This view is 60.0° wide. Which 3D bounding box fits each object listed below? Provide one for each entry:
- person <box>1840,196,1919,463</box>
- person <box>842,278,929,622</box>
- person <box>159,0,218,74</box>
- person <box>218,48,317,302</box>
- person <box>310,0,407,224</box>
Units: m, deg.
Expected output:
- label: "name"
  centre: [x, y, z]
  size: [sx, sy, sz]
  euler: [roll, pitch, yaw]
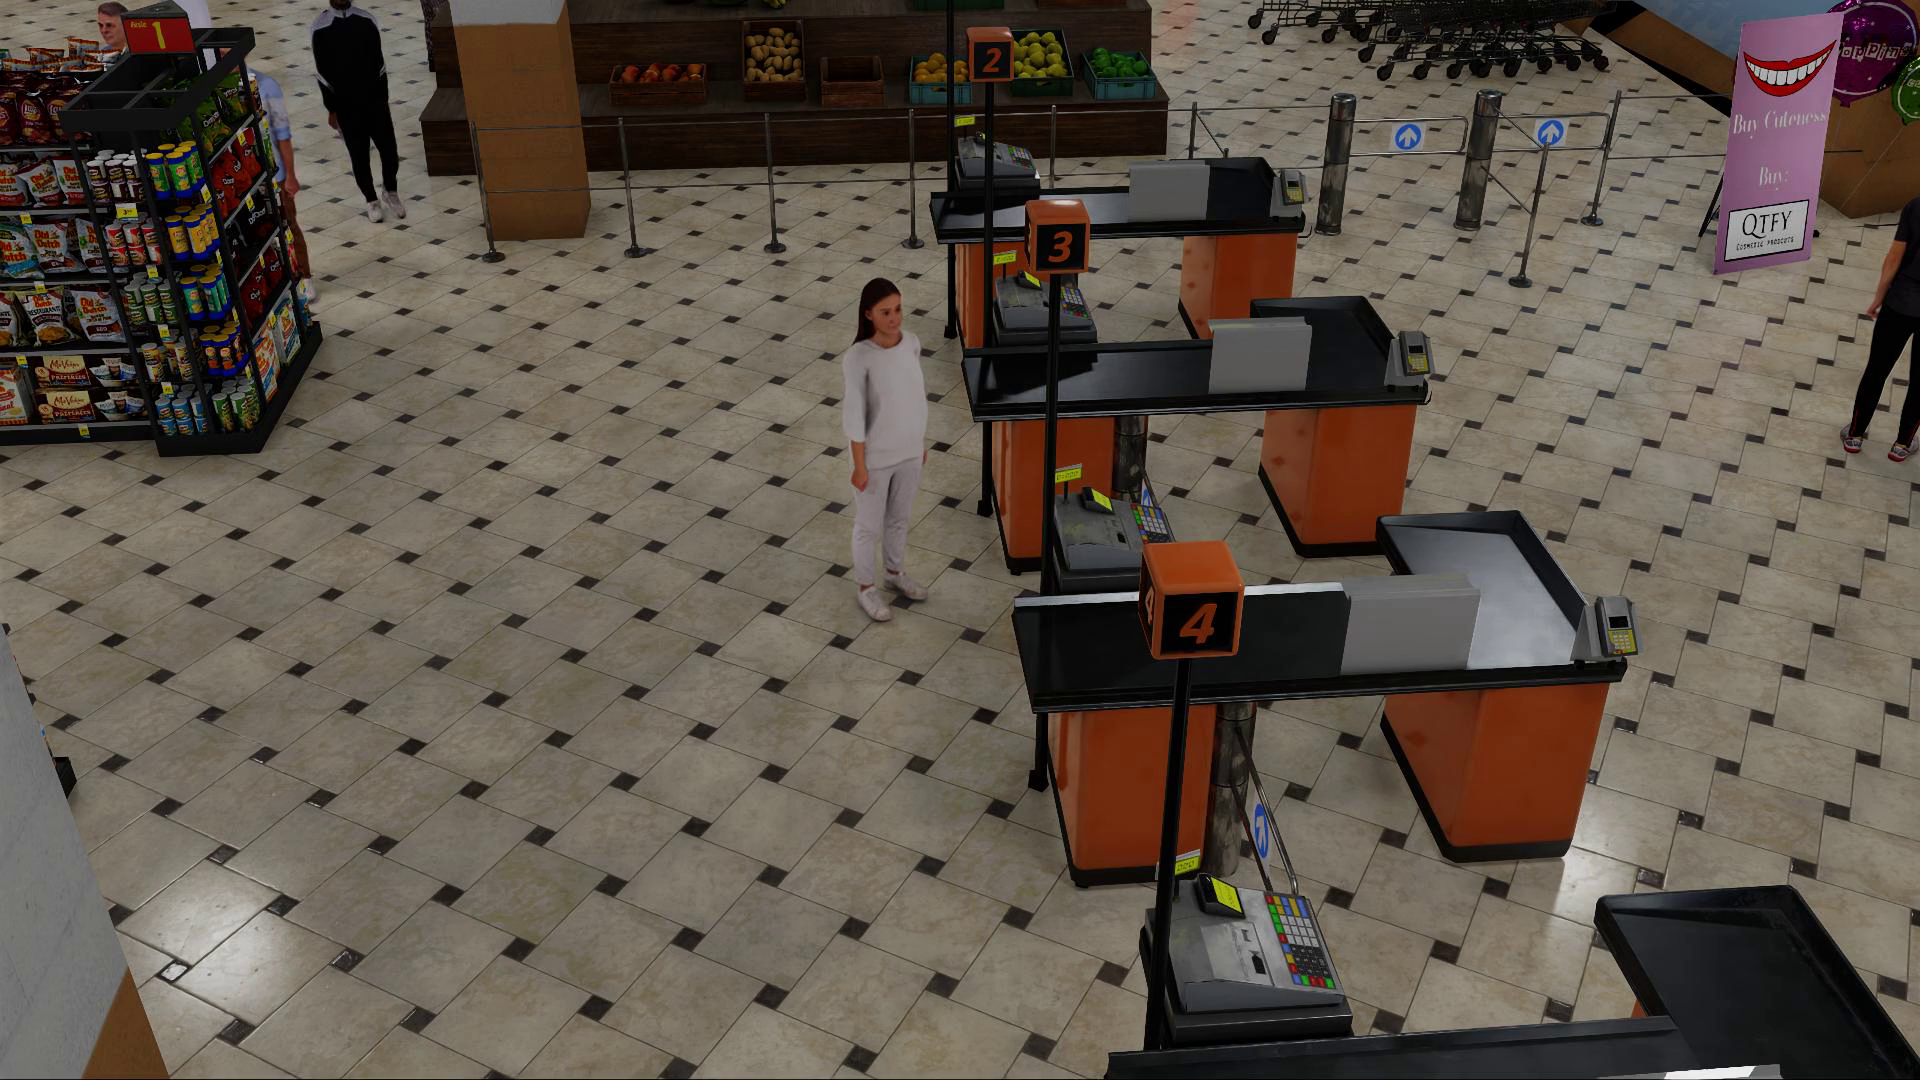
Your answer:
- label: "person"
  centre: [5.214, -1.270, 9.033]
  size: [0.679, 1.764, 0.785]
  euler: [17, 36, 25]
- label: "person"
  centre: [-0.349, -0.430, 7.754]
  size: [0.743, 1.688, 0.665]
  euler: [28, 41, 37]
- label: "person"
  centre: [-7.160, -5.220, 15.228]
  size: [0.840, 1.925, 0.803]
  euler: [-27, 41, -36]
- label: "person"
  centre: [-4.587, -2.436, 10.852]
  size: [0.504, 1.820, 0.742]
  euler: [-2, 32, -4]
- label: "person"
  centre: [-4.432, -3.254, 12.171]
  size: [0.702, 1.817, 0.820]
  euler: [-16, 35, -24]
